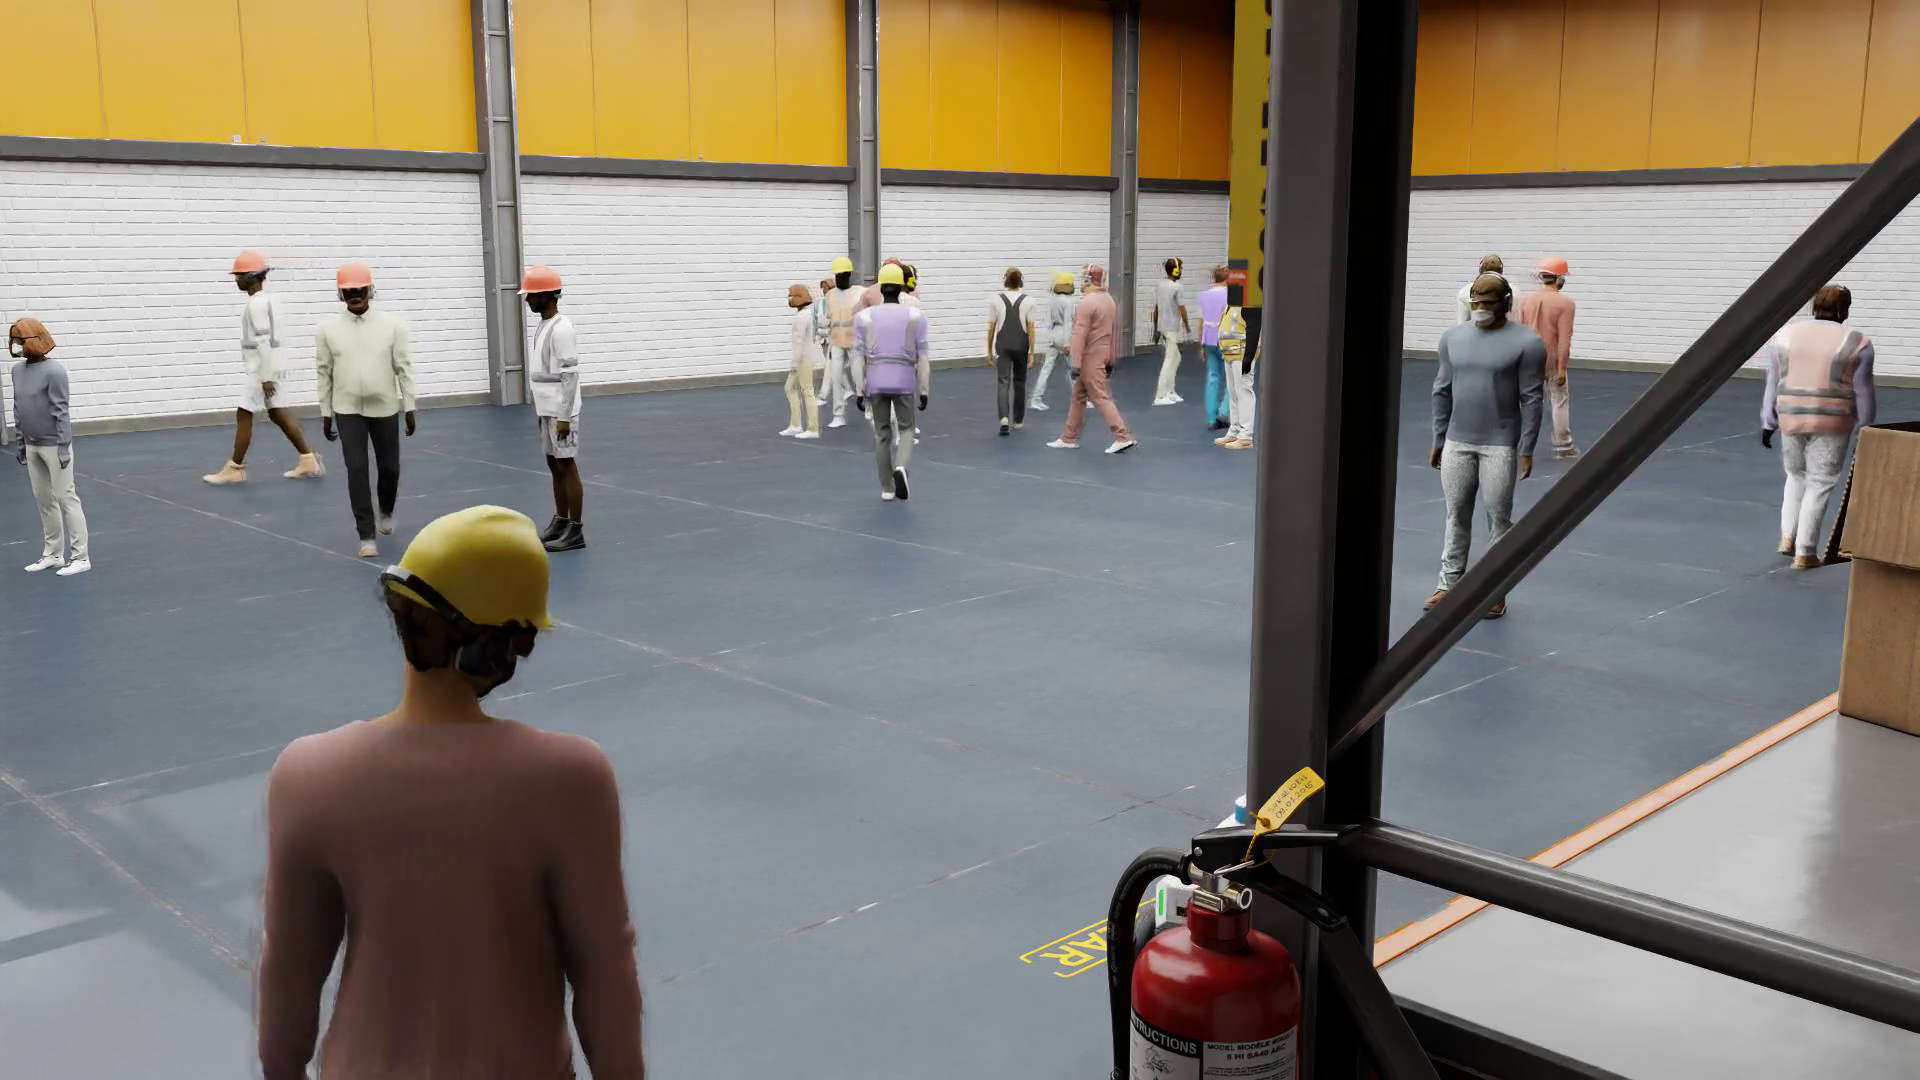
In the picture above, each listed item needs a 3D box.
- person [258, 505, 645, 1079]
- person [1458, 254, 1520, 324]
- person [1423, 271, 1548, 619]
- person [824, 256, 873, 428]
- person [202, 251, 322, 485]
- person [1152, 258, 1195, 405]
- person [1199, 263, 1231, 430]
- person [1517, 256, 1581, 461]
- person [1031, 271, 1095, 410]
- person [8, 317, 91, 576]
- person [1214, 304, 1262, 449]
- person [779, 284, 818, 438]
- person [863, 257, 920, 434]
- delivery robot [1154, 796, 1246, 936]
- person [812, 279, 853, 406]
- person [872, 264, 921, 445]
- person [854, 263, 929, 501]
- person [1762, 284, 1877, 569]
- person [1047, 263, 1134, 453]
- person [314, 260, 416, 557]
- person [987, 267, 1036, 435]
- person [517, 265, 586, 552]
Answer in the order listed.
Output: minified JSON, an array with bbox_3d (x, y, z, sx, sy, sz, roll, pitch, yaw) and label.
[{"bbox_3d":[-0.758,0.821,2.457,0.602,1.740,0.466,0,10,1],"label":"person"},{"bbox_3d":[5.517,-2.015,17.410,0.632,1.940,0.372,5,11,24],"label":"person"},{"bbox_3d":[2.932,-0.529,9.324,0.627,1.934,0.374,9,14,40],"label":"person"},{"bbox_3d":[-1.226,-2.220,18.621,0.595,1.905,0.732,5,11,24],"label":"person"},{"bbox_3d":[-6.047,-1.477,14.340,0.955,2.000,0.628,-3,11,-15],"label":"person"},{"bbox_3d":[2.719,-2.626,21.007,0.677,1.848,0.533,-5,11,-24],"label":"person"},{"bbox_3d":[2.883,-2.116,18.251,0.474,1.825,0.612,-10,14,-44],"label":"person"},{"bbox_3d":[5.487,-1.697,15.688,1.055,1.944,0.631,-7,13,-34],"label":"person"},{"bbox_3d":[1.243,-2.435,20.360,0.886,1.697,0.499,-6,12,-29],"label":"person"},{"bbox_3d":[-5.765,-0.585,10.477,0.497,1.626,0.288,5,12,27],"label":"person"},{"bbox_3d":[2.795,-1.837,16.697,0.429,1.846,0.633,-2,11,-9],"label":"person"},{"bbox_3d":[-1.743,-1.868,17.458,0.557,1.613,0.523,0,10,-1],"label":"person"},{"bbox_3d":[-0.705,-2.067,17.800,0.639,1.901,0.407,2,11,11],"label":"person"},{"bbox_3d":[0.819,0.965,4.681,0.477,0.478,0.707,5,12,27],"label":"delivery robot"},{"bbox_3d":[-1.626,-2.511,21.083,0.522,1.602,0.879,8,13,37],"label":"person"},{"bbox_3d":[-0.646,-1.841,16.724,0.568,1.843,0.637,9,14,41],"label":"person"},{"bbox_3d":[-0.549,-1.232,13.218,0.599,1.911,0.594,0,10,0],"label":"person"},{"bbox_3d":[5.542,-0.725,10.693,0.559,1.823,0.652,-9,14,-41],"label":"person"},{"bbox_3d":[1.315,-1.790,16.406,0.969,1.866,0.654,5,12,26],"label":"person"},{"bbox_3d":[-4.022,-0.904,11.268,0.624,1.970,0.771,-4,11,-19],"label":"person"},{"bbox_3d":[0.553,-2.041,17.950,0.532,1.809,0.958,1,10,4],"label":"person"},{"bbox_3d":[-2.759,-0.885,11.262,0.375,1.934,0.547,-6,12,-29],"label":"person"}]
